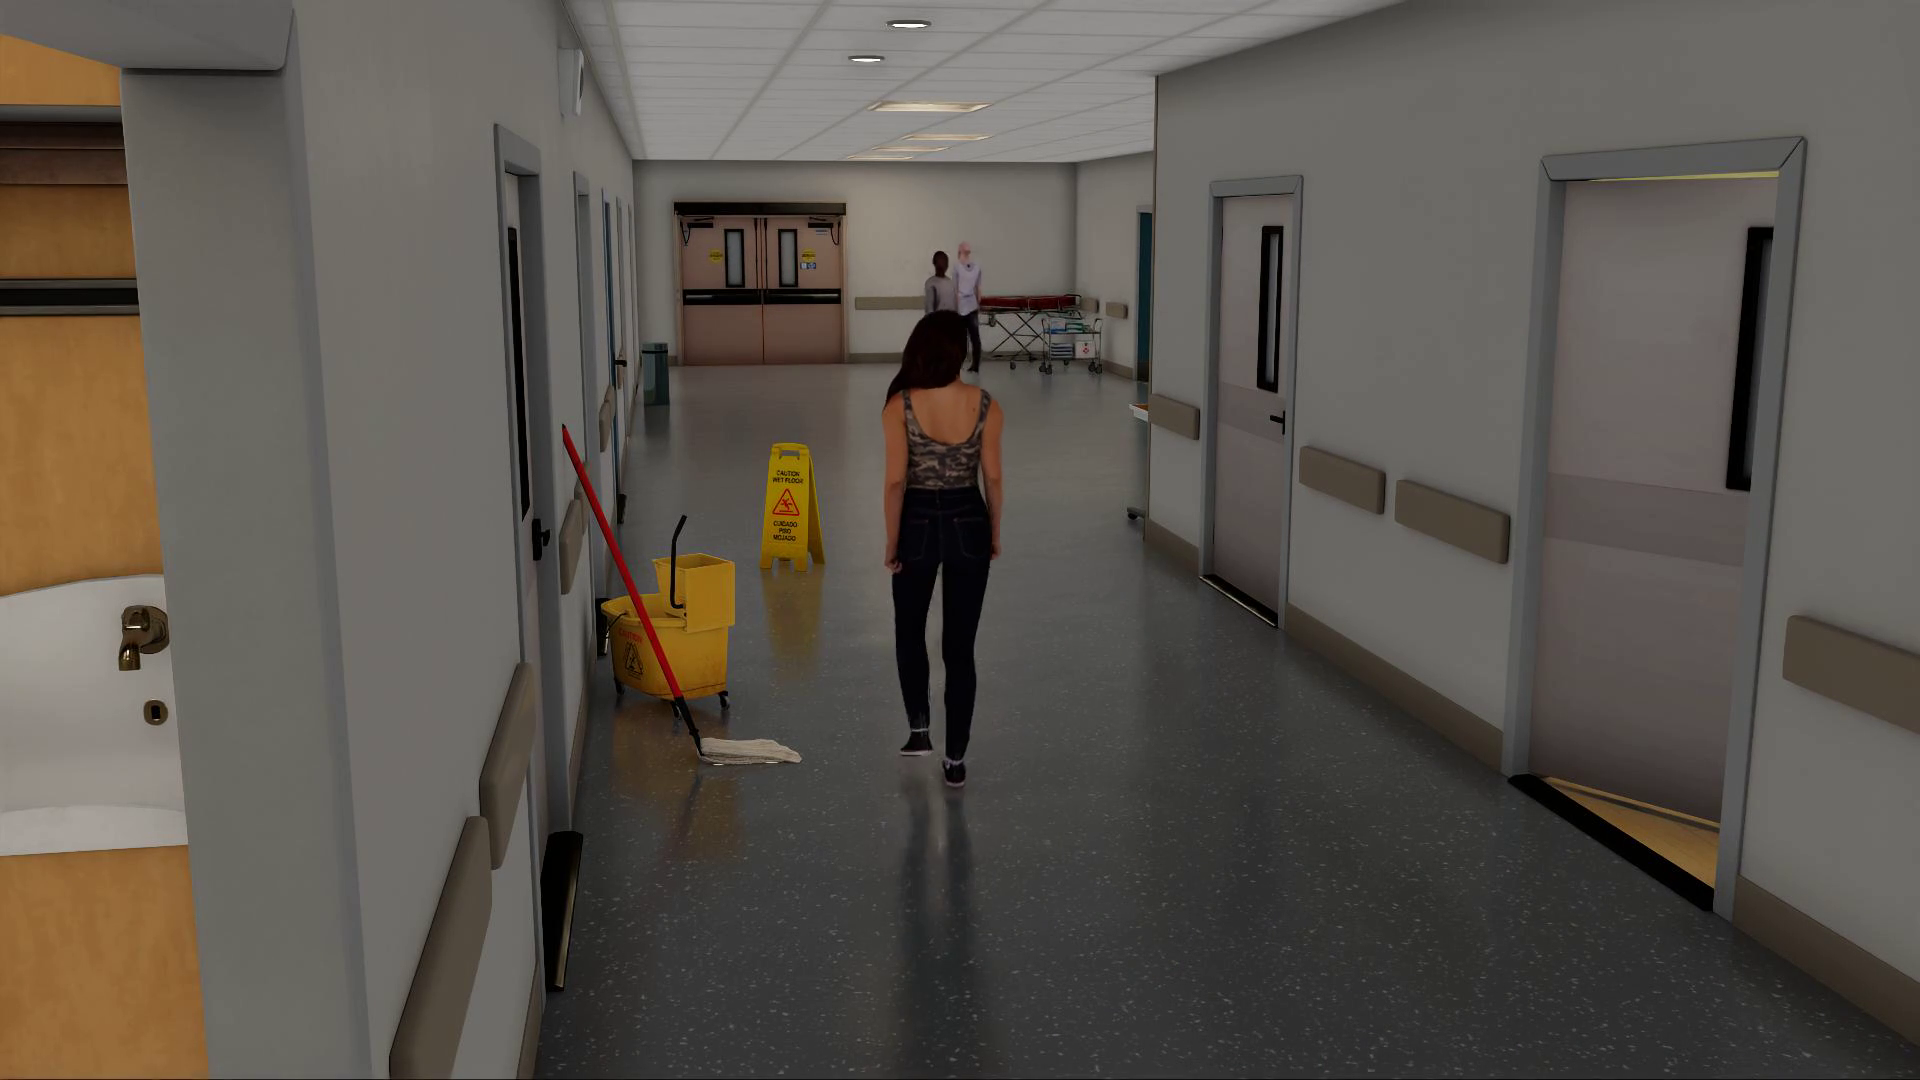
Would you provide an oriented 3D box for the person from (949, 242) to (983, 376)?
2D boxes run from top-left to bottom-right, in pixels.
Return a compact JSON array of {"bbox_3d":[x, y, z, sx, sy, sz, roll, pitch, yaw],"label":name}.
[{"bbox_3d":[0.100,-3.136,22.801,0.931,1.790,1.273,-5,12,-26],"label":"person"}]

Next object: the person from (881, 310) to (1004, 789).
[{"bbox_3d":[-0.050,0.051,6.106,0.630,1.752,0.662,-1,11,-5],"label":"person"}]

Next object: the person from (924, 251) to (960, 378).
[{"bbox_3d":[-0.290,-2.384,18.996,1.013,1.731,1.263,-9,14,-38],"label":"person"}]
